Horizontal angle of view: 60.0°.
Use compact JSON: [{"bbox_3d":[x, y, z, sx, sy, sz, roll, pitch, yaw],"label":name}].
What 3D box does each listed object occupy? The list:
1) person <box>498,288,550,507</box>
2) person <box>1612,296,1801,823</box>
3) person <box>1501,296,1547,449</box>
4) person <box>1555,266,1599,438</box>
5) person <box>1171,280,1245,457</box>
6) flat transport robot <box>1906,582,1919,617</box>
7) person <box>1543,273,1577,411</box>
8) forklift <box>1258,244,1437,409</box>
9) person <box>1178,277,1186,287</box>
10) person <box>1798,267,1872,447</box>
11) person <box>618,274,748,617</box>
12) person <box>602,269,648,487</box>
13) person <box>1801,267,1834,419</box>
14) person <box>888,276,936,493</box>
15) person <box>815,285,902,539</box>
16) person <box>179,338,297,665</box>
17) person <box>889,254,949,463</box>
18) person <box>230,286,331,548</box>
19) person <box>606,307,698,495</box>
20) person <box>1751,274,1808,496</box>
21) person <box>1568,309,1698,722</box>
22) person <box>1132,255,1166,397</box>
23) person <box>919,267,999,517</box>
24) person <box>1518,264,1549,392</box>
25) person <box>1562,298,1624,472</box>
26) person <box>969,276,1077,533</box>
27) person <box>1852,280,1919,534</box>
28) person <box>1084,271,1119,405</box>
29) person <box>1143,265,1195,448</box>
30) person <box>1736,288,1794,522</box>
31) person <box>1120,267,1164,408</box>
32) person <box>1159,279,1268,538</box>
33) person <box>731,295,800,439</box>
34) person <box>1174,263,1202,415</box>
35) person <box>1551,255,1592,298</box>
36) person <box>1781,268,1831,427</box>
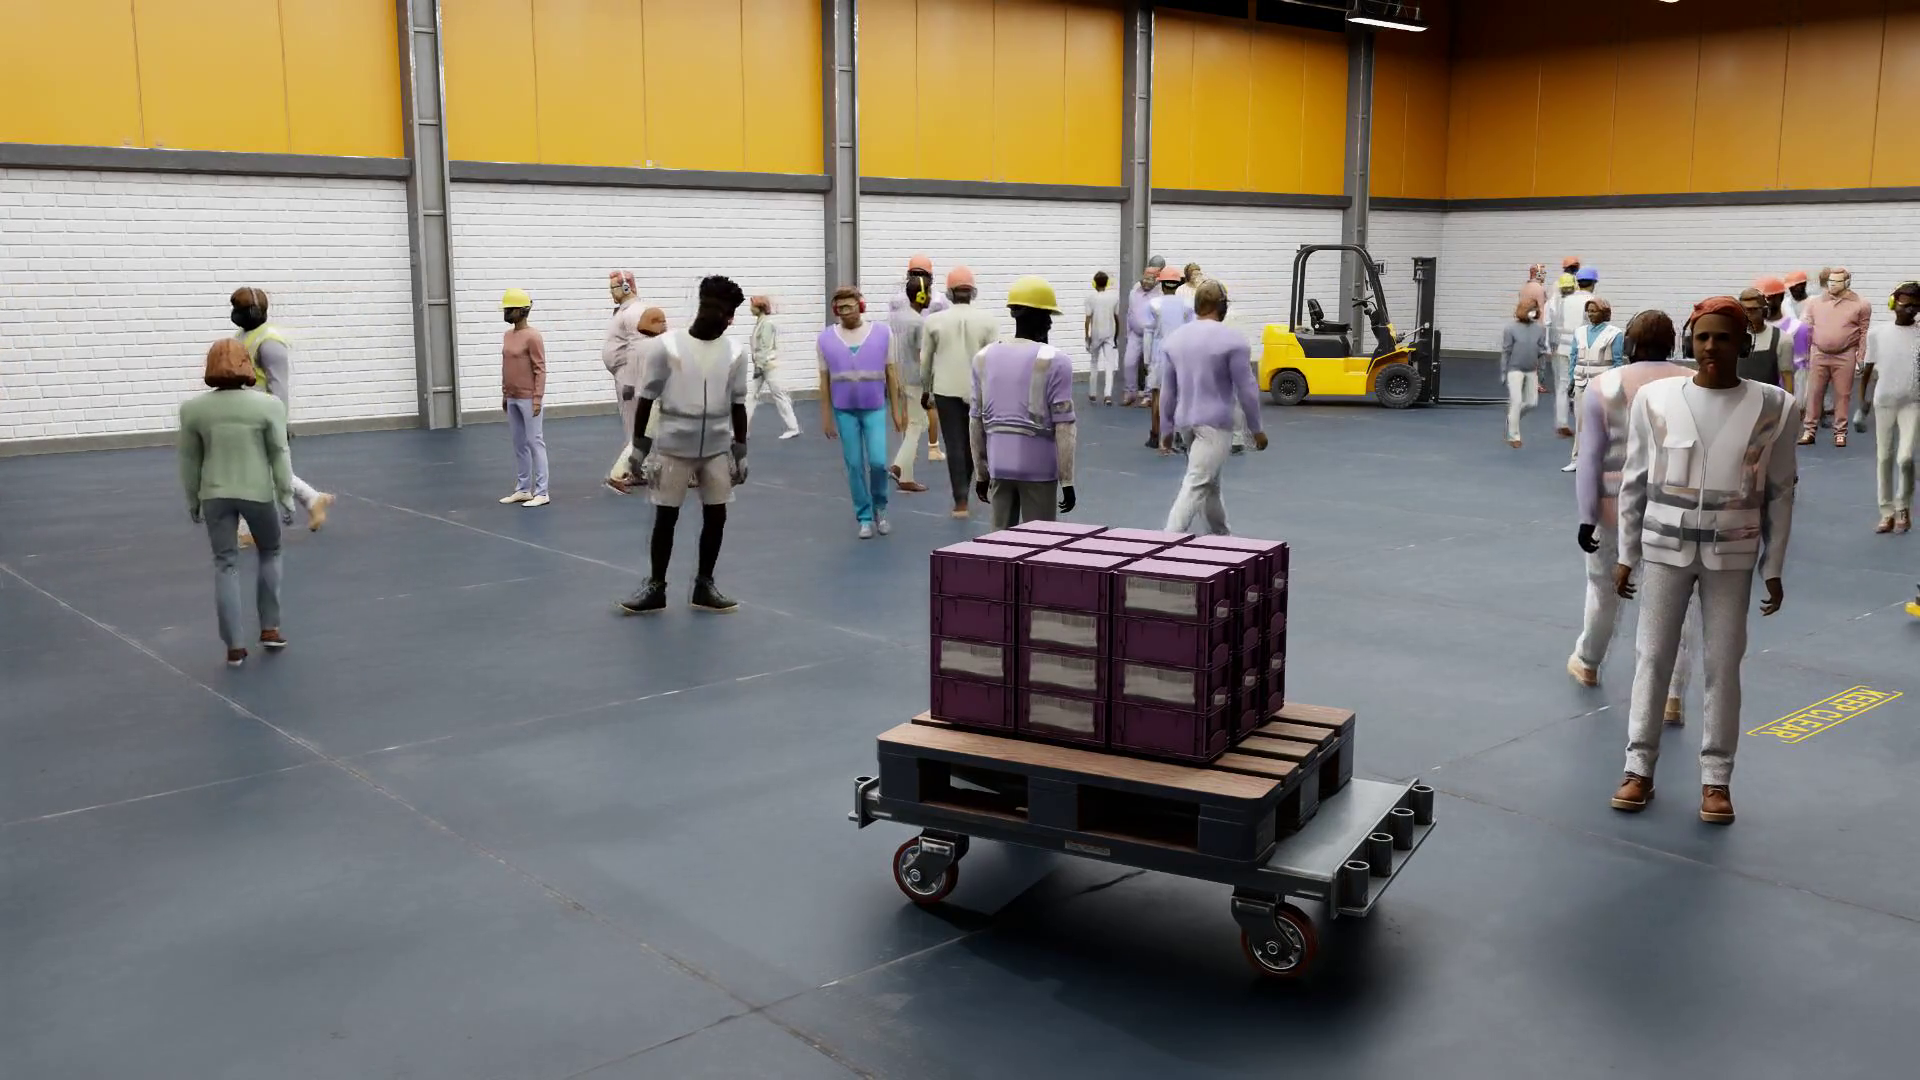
[{"bbox_3d":[-3.555,-1.149,13.473,0.533,1.767,0.312,9,13,43],"label":"person"},{"bbox_3d":[2.659,0.072,5.979,0.573,1.883,0.354,5,11,28],"label":"person"},{"bbox_3d":[5.914,-1.775,17.592,0.501,1.620,0.511,-2,10,-13],"label":"person"},{"bbox_3d":[6.989,-2.092,18.577,0.863,1.906,0.612,-6,12,-34],"label":"person"},{"bbox_3d":[2.531,-1.710,16.702,0.919,1.769,0.712,-5,11,-29],"label":"person"},{"bbox_3d":[5.695,0.427,8.612,0.652,0.197,1.431,-1,10,-7],"label":"flat transport robot"},{"bbox_3d":[7.925,-2.578,21.763,0.602,1.787,0.901,4,10,22],"label":"person"},{"bbox_3d":[5.256,-2.933,22.661,2.313,2.155,1.214,3,10,16],"label":"forklift"},{"bbox_3d":[3.550,-3.405,26.902,0.534,1.691,0.318,4,10,22],"label":"person"},{"bbox_3d":[9.291,-1.941,17.705,0.652,1.904,0.402,7,12,35],"label":"person"},{"bbox_3d":[-1.553,-0.512,9.300,0.781,1.925,0.413,-5,11,-25],"label":"person"},{"bbox_3d":[-2.945,-1.426,14.691,0.410,1.905,0.641,-3,10,-16],"label":"person"},{"bbox_3d":[10.732,-2.458,20.756,0.972,1.902,0.643,-3,10,-17],"label":"person"},{"bbox_3d":[-0.386,-1.319,14.194,0.416,1.852,0.565,-5,11,-28],"label":"person"},{"bbox_3d":[-0.724,-0.908,11.888,0.605,1.817,0.449,0,10,1],"label":"person"},{"bbox_3d":[-3.613,-0.205,8.377,0.540,1.612,0.581,-2,10,-13],"label":"person"},{"bbox_3d":[-0.383,-1.771,16.306,0.614,2.040,0.378,2,10,12],"label":"person"},{"bbox_3d":[-4.855,-0.864,11.655,0.784,1.823,0.631,-7,12,-36],"label":"person"},{"bbox_3d":[-2.651,-1.186,14.194,0.854,1.592,0.500,-4,10,-21],"label":"person"},{"bbox_3d":[6.469,-1.165,13.225,0.939,1.898,0.539,-6,12,-33],"label":"person"},{"bbox_3d":[3.074,-0.134,7.478,0.647,1.788,0.973,1,10,5],"label":"person"},{"bbox_3d":[2.811,-3.052,23.807,0.682,2.000,0.537,7,12,34],"label":"person"},{"bbox_3d":[-0.012,-1.174,13.130,0.609,1.937,1.071,-2,10,-11],"label":"person"},{"bbox_3d":[8.581,-3.159,24.822,0.406,1.911,0.639,-1,10,-6],"label":"person"},{"bbox_3d":[5.896,-1.427,15.467,0.307,1.639,0.525,-8,12,-38],"label":"person"},{"bbox_3d":[0.332,-0.355,8.369,0.594,1.919,0.382,7,12,34],"label":"person"},{"bbox_3d":[6.809,-0.951,12.066,0.586,1.844,0.440,7,12,37],"label":"person"},{"bbox_3d":[1.942,-2.753,22.738,0.509,1.822,0.994,0,10,-1],"label":"person"},{"bbox_3d":[2.196,-1.933,17.605,0.545,1.929,0.392,-2,10,-9],"label":"person"},{"bbox_3d":[5.678,-0.899,11.930,0.527,1.812,0.693,5,11,28],"label":"person"},{"bbox_3d":[2.450,-2.680,22.117,0.665,1.876,0.614,7,12,34],"label":"person"},{"bbox_3d":[1.584,-0.716,10.631,1.068,1.883,0.645,-8,12,-38],"label":"person"},{"bbox_3d":[-2.166,-1.891,18.315,0.853,1.594,0.524,-4,11,-24],"label":"person"},{"bbox_3d":[2.924,-2.556,21.198,0.355,1.938,0.637,7,12,36],"label":"person"},{"bbox_3d":[9.676,-3.504,26.467,0.648,2.030,0.516,0,10,-1],"label":"person"},{"bbox_3d":[9.806,-2.204,19.308,0.582,1.898,0.809,9,13,42],"label":"person"}]
